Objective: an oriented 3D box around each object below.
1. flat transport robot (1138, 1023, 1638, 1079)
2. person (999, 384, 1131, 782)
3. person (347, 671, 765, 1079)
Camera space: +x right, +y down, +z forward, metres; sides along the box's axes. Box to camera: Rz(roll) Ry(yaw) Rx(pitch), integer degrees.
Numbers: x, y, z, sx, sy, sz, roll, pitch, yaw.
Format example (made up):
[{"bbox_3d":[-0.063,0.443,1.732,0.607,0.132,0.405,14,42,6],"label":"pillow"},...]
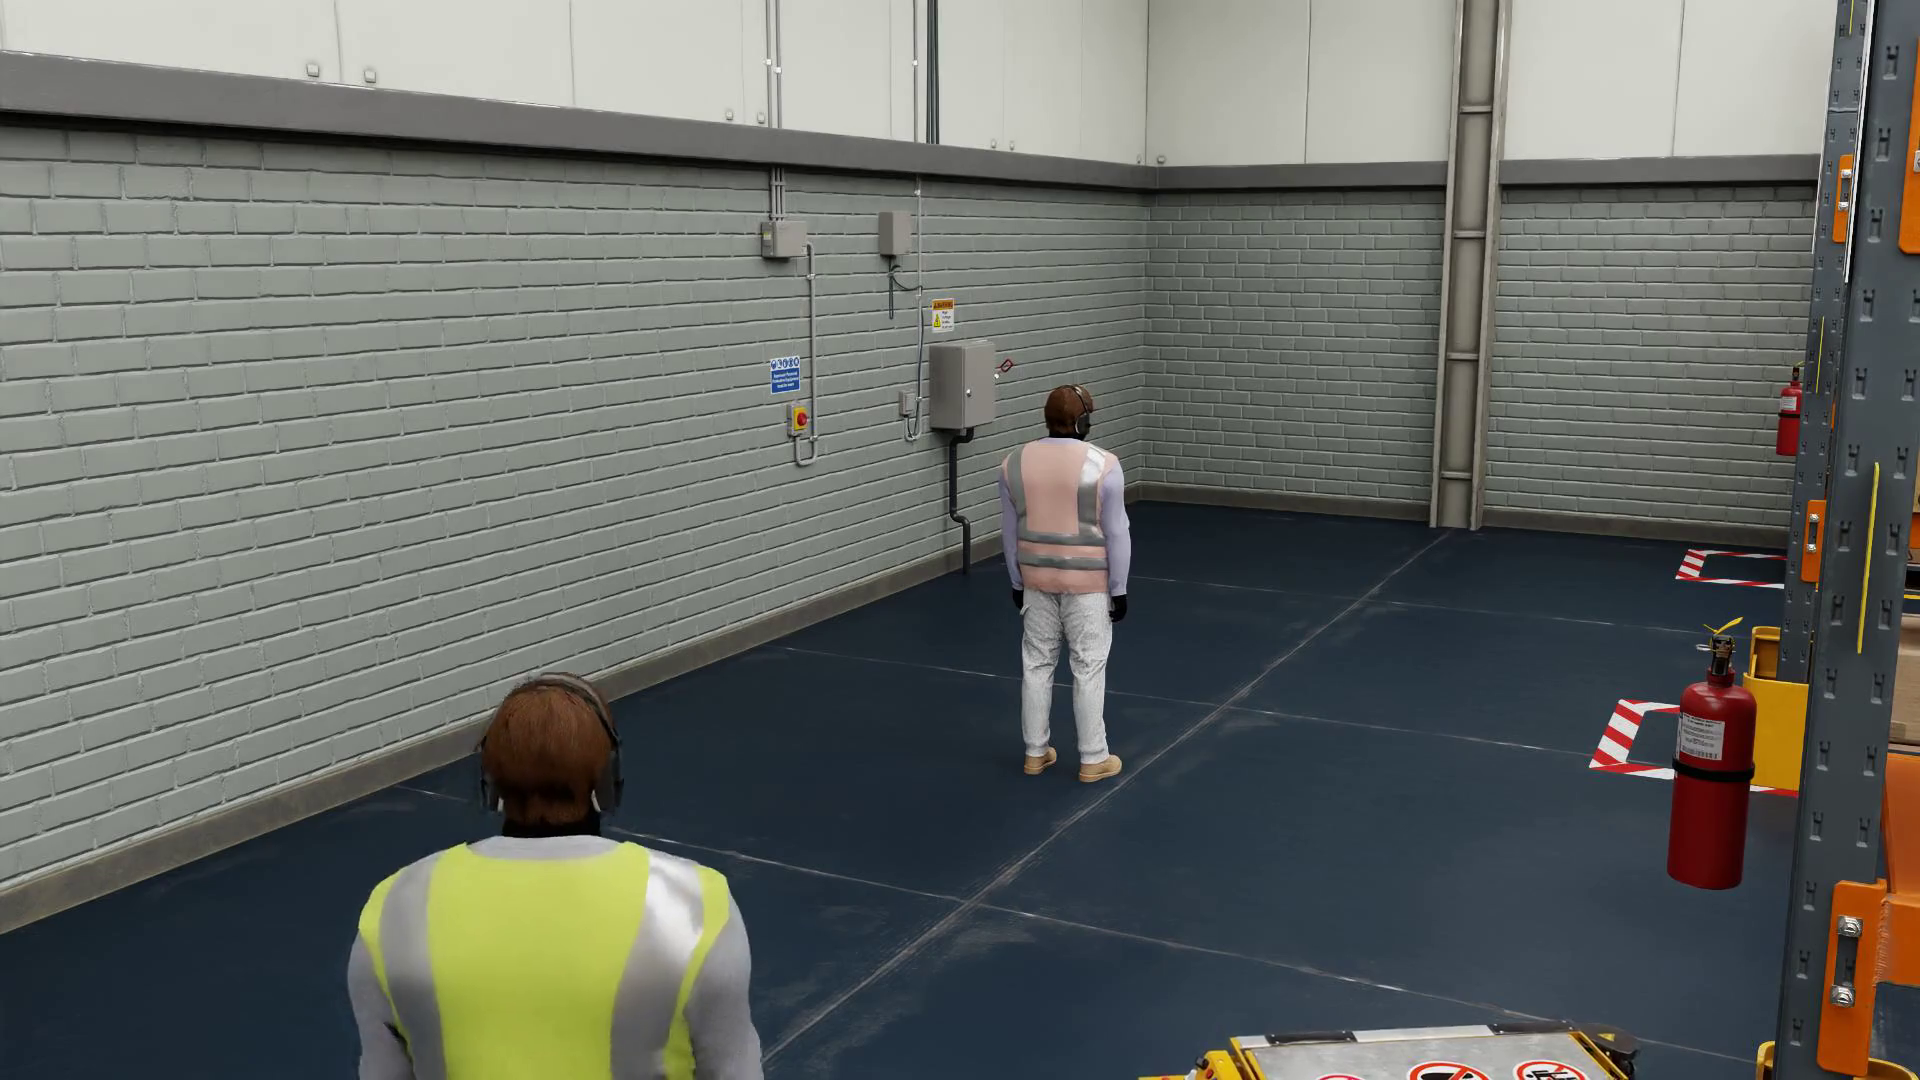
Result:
[{"bbox_3d":[1.253,1.569,4.517,1.431,0.197,0.652,-1,10,-6],"label":"flat transport robot"},{"bbox_3d":[0.500,0.201,7.694,0.627,1.844,0.429,5,12,27],"label":"person"},{"bbox_3d":[-0.634,1.116,2.738,0.641,1.828,0.428,1,10,4],"label":"person"}]
